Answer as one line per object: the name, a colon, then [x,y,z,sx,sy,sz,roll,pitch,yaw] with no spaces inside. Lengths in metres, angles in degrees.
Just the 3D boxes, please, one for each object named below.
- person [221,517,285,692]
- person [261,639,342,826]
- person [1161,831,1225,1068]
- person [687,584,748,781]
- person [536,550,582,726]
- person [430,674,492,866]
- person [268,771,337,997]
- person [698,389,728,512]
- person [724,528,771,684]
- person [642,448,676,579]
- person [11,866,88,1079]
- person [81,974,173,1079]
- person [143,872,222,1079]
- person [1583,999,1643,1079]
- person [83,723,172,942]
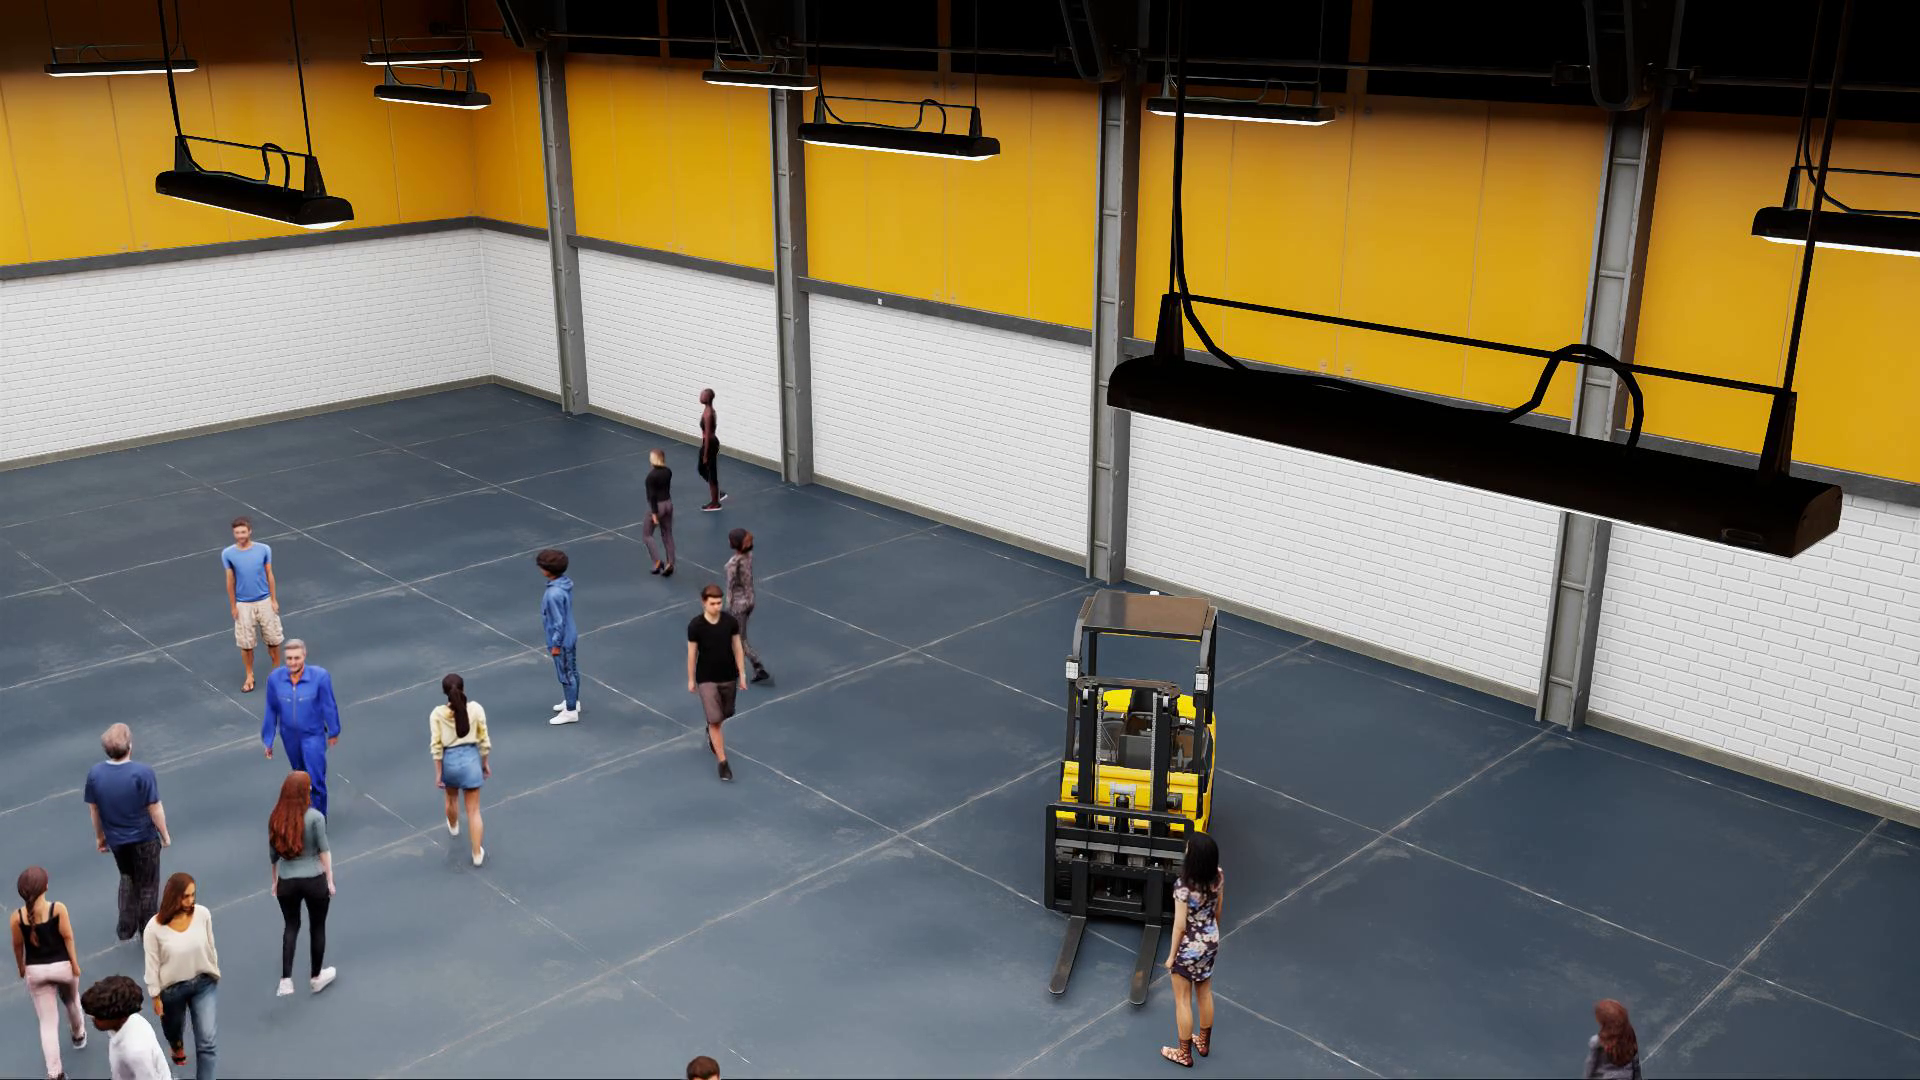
person: [-7.401,0.638,17.415,0.706,1.861,0.677,-9,21,-24]
person: [-5.671,1.667,14.448,0.996,1.804,1.056,1,19,2]
person: [1.595,2.767,11.292,0.617,1.733,0.556,-14,23,-35]
person: [-2.304,1.256,15.616,0.958,1.837,1.251,-8,20,-23]
person: [-3.972,0.943,16.600,0.808,1.803,0.734,-1,19,-3]
person: [-4.181,1.949,13.953,0.902,1.585,1.132,-8,20,-22]
person: [-4.759,2.535,11.996,0.858,1.724,0.906,1,19,2]
person: [-3.396,-1.263,23.227,0.798,1.754,0.725,-3,19,-8]
person: [-2.252,0.703,17.463,0.969,1.707,0.757,9,21,24]
person: [-3.641,-0.317,20.562,0.632,1.661,0.640,13,22,33]
person: [-6.091,2.934,11.119,0.782,1.527,1.090,-8,20,-22]
person: [-4.630,3.303,9.698,0.946,1.736,1.230,-10,21,-28]
person: [-5.134,2.931,10.963,0.717,1.632,1.115,-13,22,-33]
person: [4.130,3.395,10.449,0.627,1.081,0.655,1,19,4]
person: [-6.256,2.300,12.489,0.809,1.855,0.869,0,19,1]
